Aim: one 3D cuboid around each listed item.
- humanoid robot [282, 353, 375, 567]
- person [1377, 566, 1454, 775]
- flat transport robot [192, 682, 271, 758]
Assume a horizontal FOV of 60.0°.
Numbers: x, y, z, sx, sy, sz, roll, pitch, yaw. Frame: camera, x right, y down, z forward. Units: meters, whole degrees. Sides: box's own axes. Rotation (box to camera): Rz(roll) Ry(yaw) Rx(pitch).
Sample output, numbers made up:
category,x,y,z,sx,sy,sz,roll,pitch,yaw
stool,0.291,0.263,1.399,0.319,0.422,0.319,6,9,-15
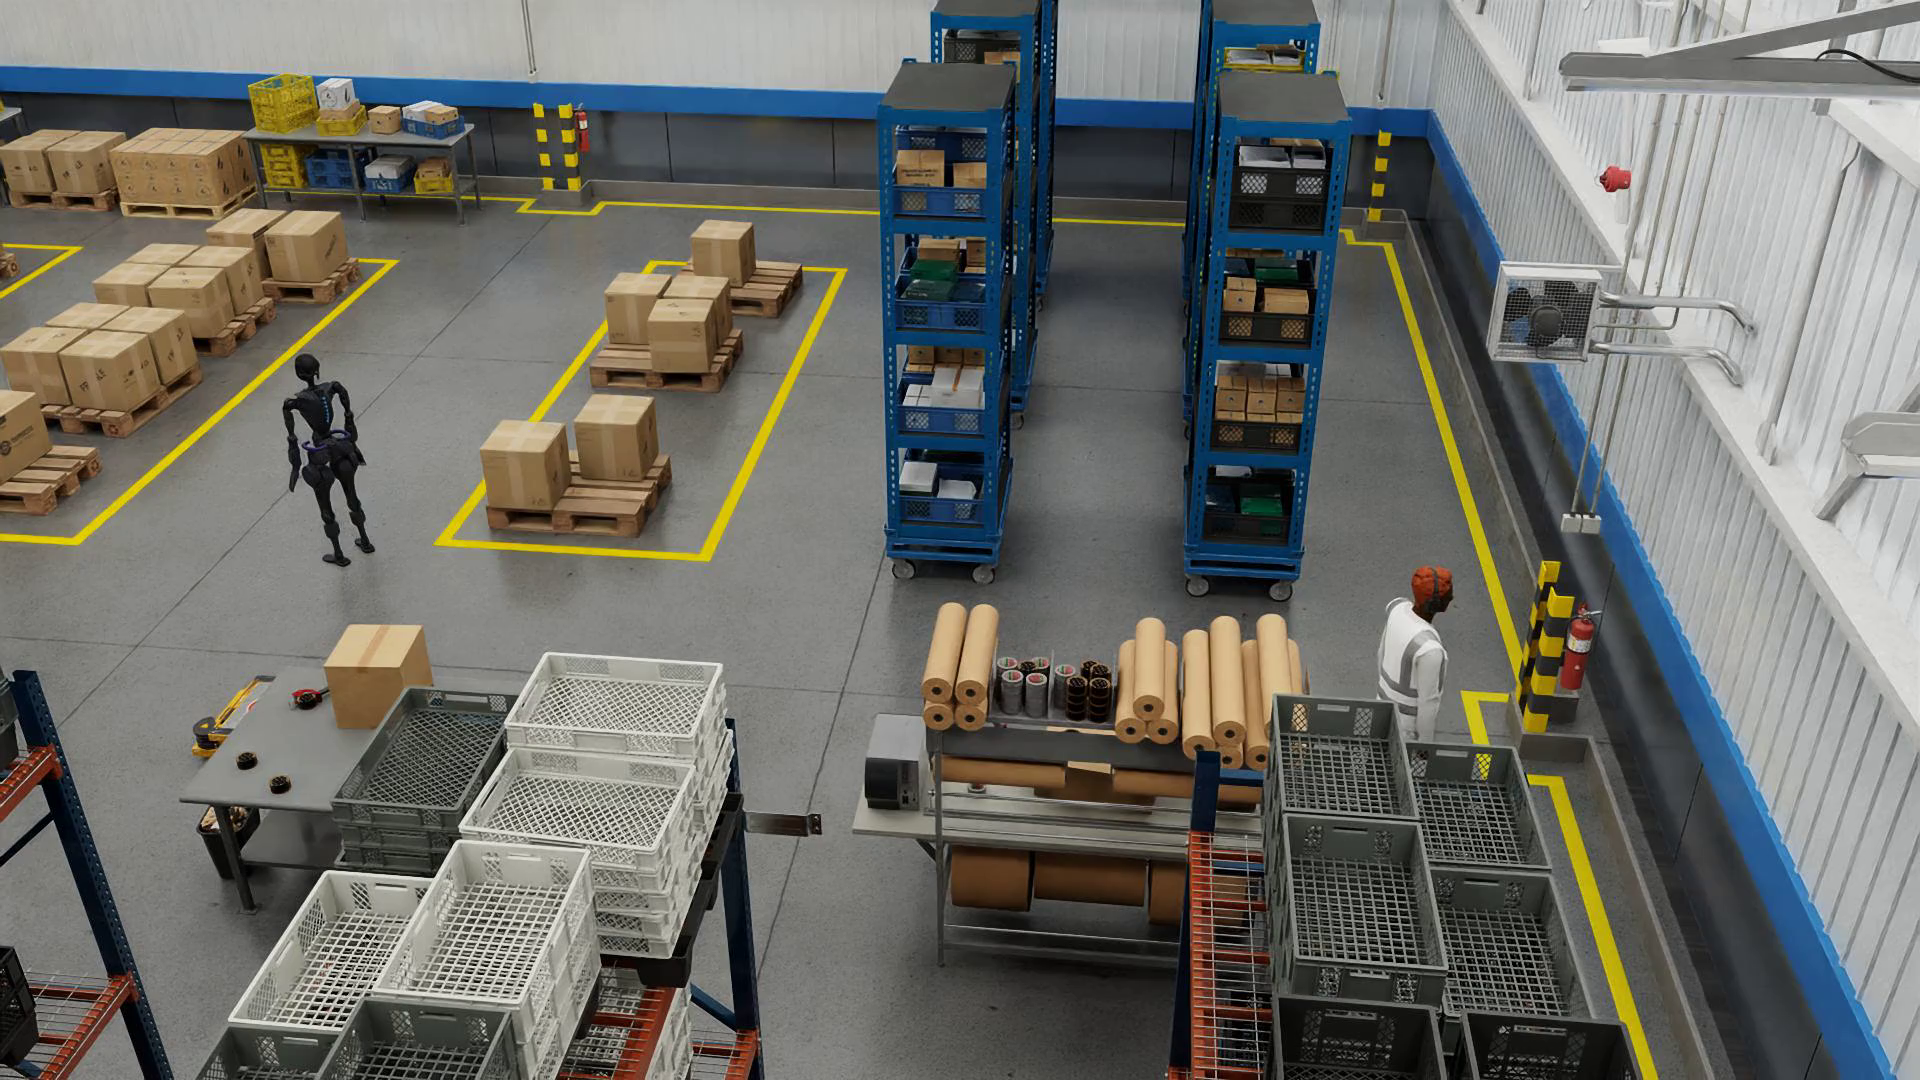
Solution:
category,x,y,z,sx,sy,sz,roll,pitch,yaw
humanoid robot,-4.687,-0.607,12.301,0.311,1.657,0.609,20,36,31
person,2.531,0.968,9.405,0.341,1.882,0.583,-5,31,-9
flat transport robot,-4.089,1.163,10.648,1.431,0.197,0.652,3,30,6
